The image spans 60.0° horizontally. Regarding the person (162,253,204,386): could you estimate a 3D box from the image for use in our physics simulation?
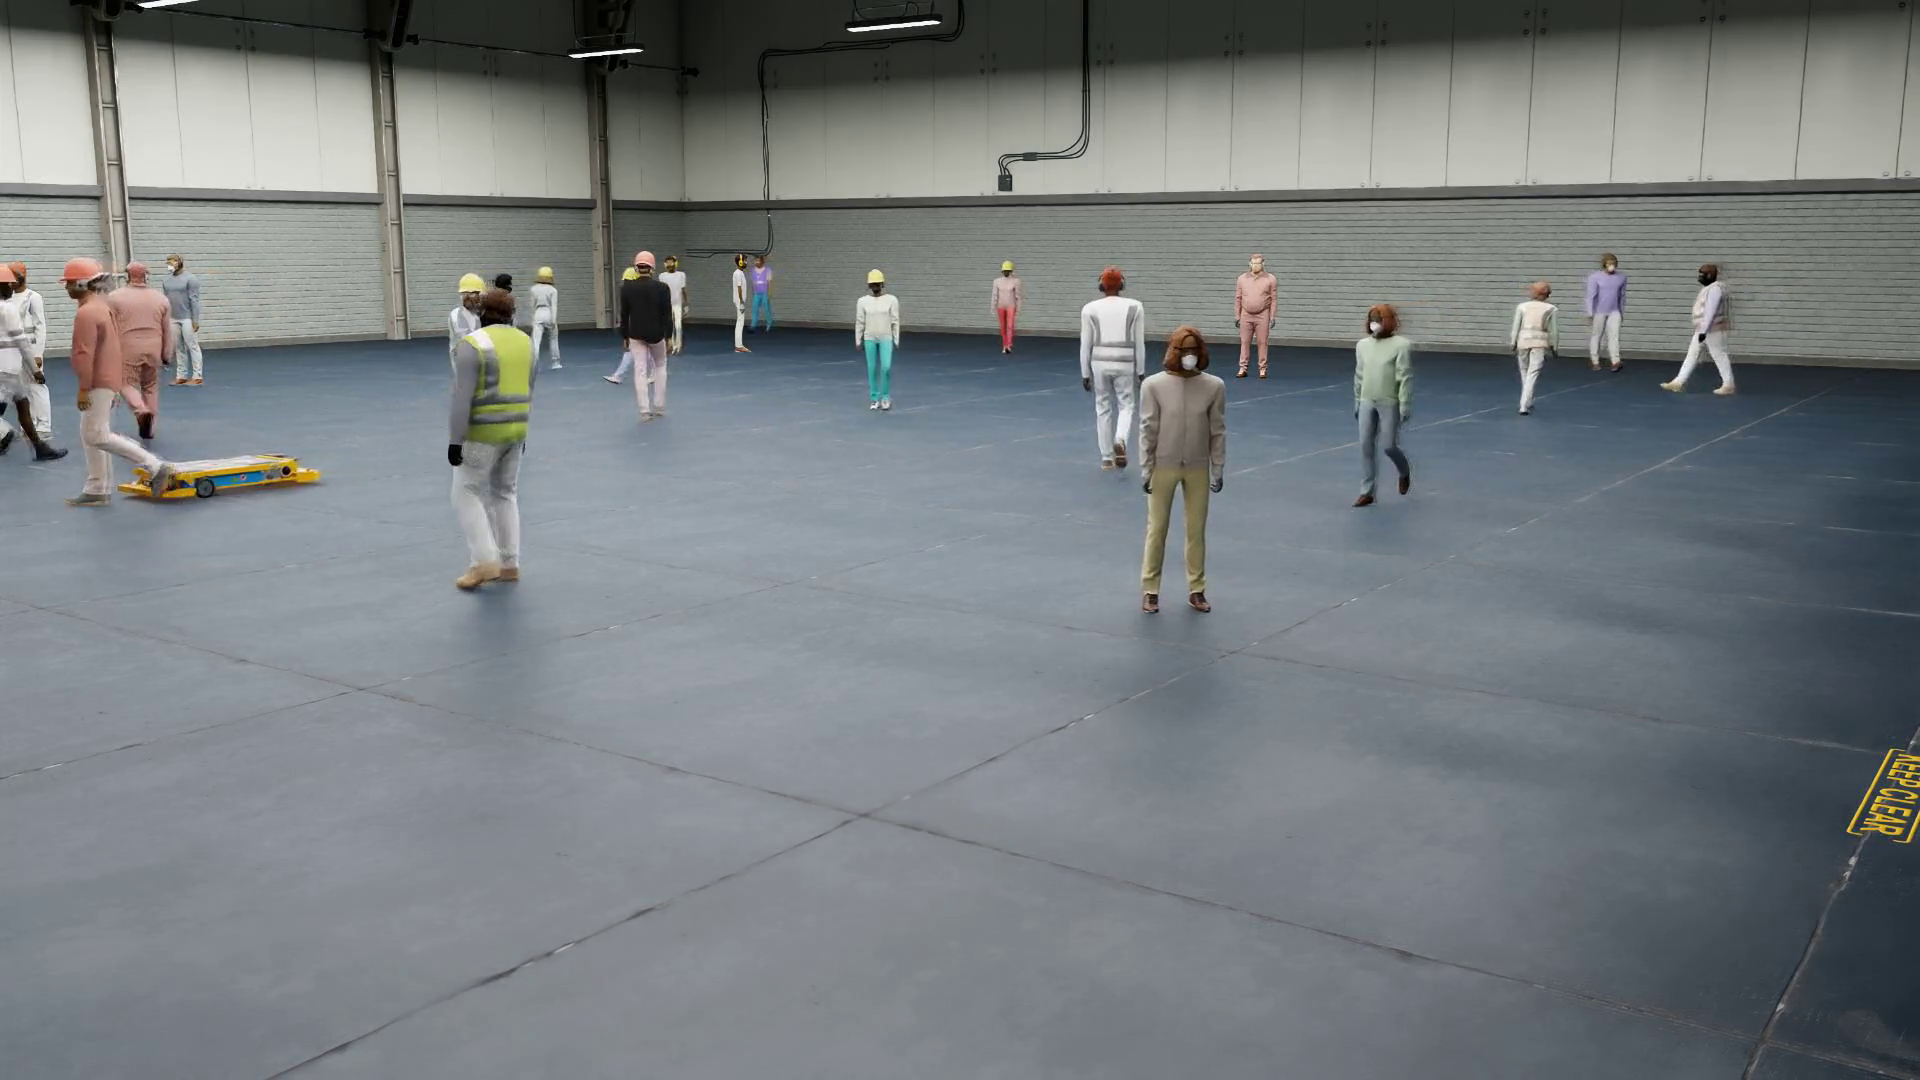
[{"bbox_3d":[-11.338,-3.204,24.237,0.628,1.935,0.371,3,11,18],"label":"person"}]

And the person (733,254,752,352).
[{"bbox_3d":[-4.182,-4.533,31.871,0.321,1.867,0.532,-2,10,-11],"label":"person"}]

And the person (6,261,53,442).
[{"bbox_3d":[-9.799,-1.966,17.433,0.573,1.887,0.355,6,12,30],"label":"person"}]

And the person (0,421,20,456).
[{"bbox_3d":[-9.667,-1.686,16.145,0.820,1.807,0.600,-4,11,-21],"label":"person"}]

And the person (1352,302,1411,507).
[{"bbox_3d":[3.364,-1.078,13.191,0.578,1.615,0.513,-10,14,-44],"label":"person"}]

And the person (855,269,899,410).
[{"bbox_3d":[-1.040,-2.480,20.698,0.543,1.745,0.599,1,10,5],"label":"person"}]

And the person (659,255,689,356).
[{"bbox_3d":[-5.310,-4.312,30.668,0.572,1.845,0.696,0,10,-1],"label":"person"}]

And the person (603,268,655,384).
[{"bbox_3d":[-4.835,-3.122,24.387,0.933,1.708,0.552,-5,11,-28],"label":"person"}]

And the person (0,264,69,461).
[{"bbox_3d":[-8.924,-1.621,15.530,0.549,1.891,1.015,7,12,35],"label":"person"}]

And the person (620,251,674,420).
[{"bbox_3d":[-3.689,-2.421,19.732,0.654,1.967,0.777,0,10,1],"label":"person"}]

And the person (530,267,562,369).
[{"bbox_3d":[-6.837,-3.633,27.291,0.484,1.700,0.884,1,10,8],"label":"person"}]

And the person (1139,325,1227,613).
[{"bbox_3d":[1.246,-0.389,9.347,0.499,1.627,0.304,-1,10,-7],"label":"person"}]

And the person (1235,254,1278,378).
[{"bbox_3d":[4.553,-3.446,25.674,0.655,1.904,0.407,4,11,21],"label":"person"}]

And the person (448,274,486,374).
[{"bbox_3d":[-4.662,-1.683,16.133,0.585,1.790,0.930,0,10,-2],"label":"person"}]

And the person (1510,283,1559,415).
[{"bbox_3d":[7.043,-2.340,20.333,0.537,1.582,0.905,7,12,35],"label":"person"}]

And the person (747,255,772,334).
[{"bbox_3d":[-4.614,-5.672,38.440,0.591,1.791,0.962,4,11,20],"label":"person"}]

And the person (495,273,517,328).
[{"bbox_3d":[-5.917,-2.629,21.688,0.371,1.682,0.553,-8,13,-39],"label":"person"}]

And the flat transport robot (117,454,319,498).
[{"bbox_3d":[-6.238,-0.550,14.025,0.652,0.197,1.431,7,12,35],"label":"flat transport robot"}]

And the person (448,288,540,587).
[{"bbox_3d":[-2.859,-0.623,10.166,0.439,1.810,0.714,6,12,28],"label":"person"}]

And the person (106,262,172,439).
[{"bbox_3d":[-8.617,-1.976,17.509,0.671,1.884,0.664,-10,14,-43],"label":"person"}]

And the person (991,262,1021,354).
[{"bbox_3d":[0.853,-4.351,31.253,0.534,1.722,0.915,3,10,15],"label":"person"}]

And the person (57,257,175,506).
[{"bbox_3d":[-6.702,-1.235,13.111,0.760,1.969,0.622,-4,11,-20],"label":"person"}]

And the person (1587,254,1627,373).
[{"bbox_3d":[10.440,-3.642,26.815,0.658,1.882,1.020,0,10,1],"label":"person"}]

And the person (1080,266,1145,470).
[{"bbox_3d":[1.380,-1.537,15.073,0.605,1.869,0.570,1,10,6],"label":"person"}]

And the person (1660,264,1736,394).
[{"bbox_3d":[10.283,-2.896,22.934,0.978,1.787,0.647,2,10,10],"label":"person"}]
